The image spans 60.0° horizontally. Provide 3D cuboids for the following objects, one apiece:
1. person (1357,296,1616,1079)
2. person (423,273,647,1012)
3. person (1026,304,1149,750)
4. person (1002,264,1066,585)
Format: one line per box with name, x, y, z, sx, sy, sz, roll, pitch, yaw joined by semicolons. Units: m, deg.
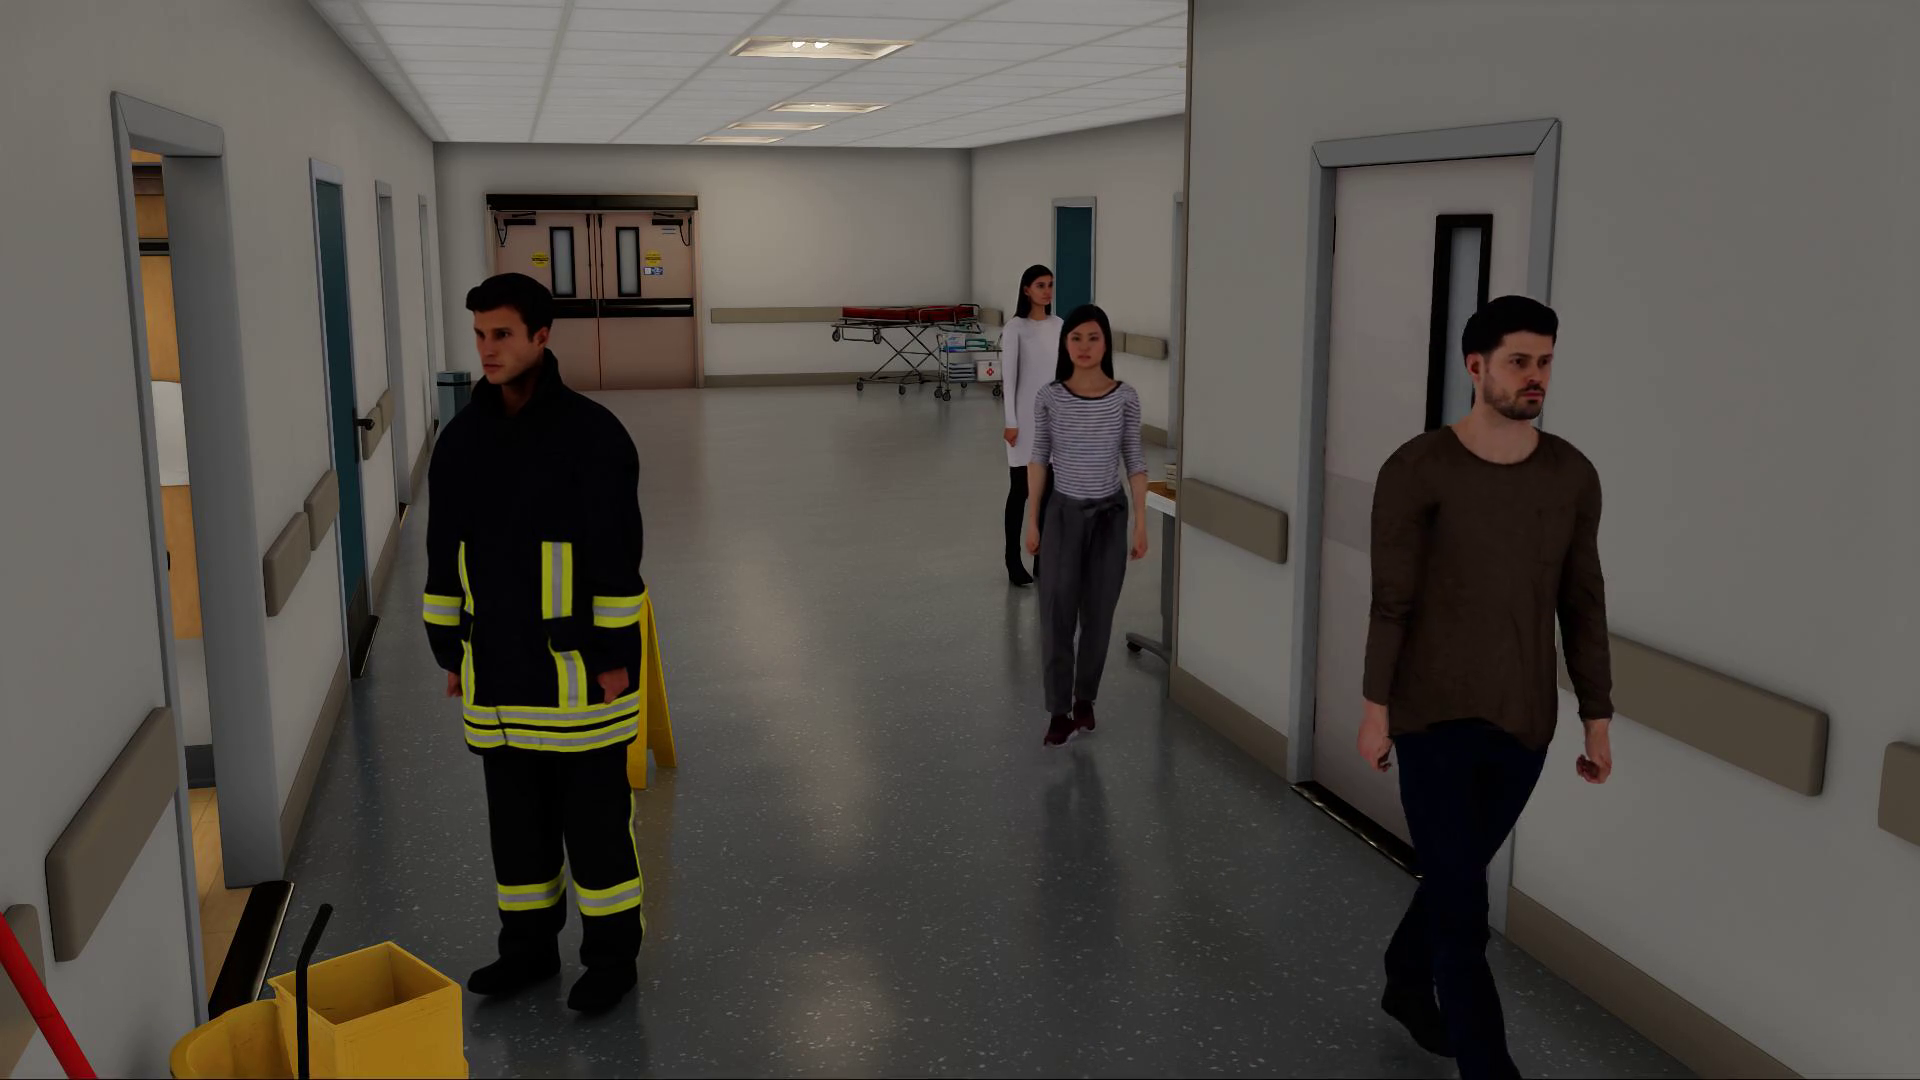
person;1.140;0.405;3.837;0.687;1.827;1.159;-2;11;-12
person;-1.073;0.266;4.312;0.885;1.924;0.880;3;11;16
person;0.513;-0.064;6.610;0.776;1.715;0.904;1;11;4
person;0.437;-0.661;9.505;0.679;1.808;0.644;-8;13;-35
